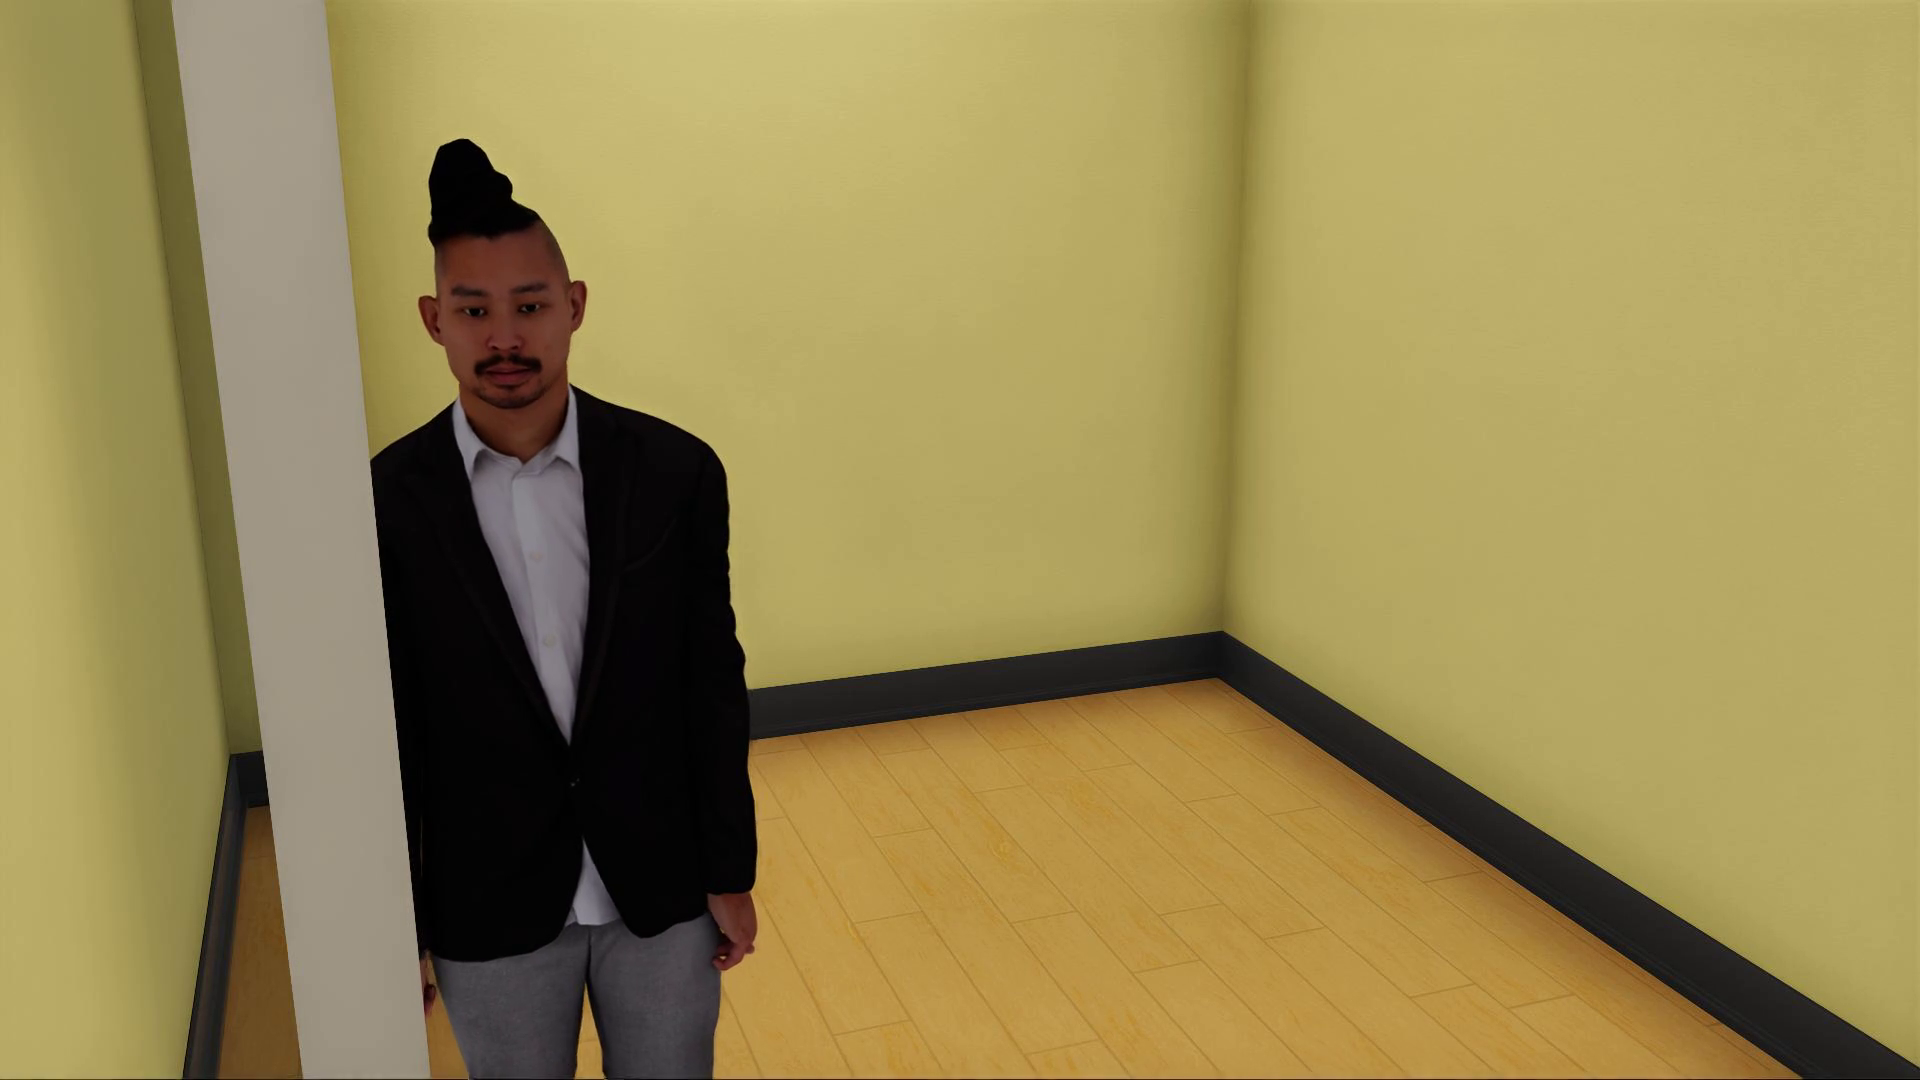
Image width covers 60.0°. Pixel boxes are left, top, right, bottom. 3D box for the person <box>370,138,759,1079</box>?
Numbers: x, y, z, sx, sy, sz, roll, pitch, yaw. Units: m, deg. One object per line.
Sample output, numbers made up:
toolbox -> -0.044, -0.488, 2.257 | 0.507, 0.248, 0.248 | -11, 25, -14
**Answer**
person -> -0.558, 0.432, 2.346 | 0.521, 1.951, 0.761 | -5, 17, -18
